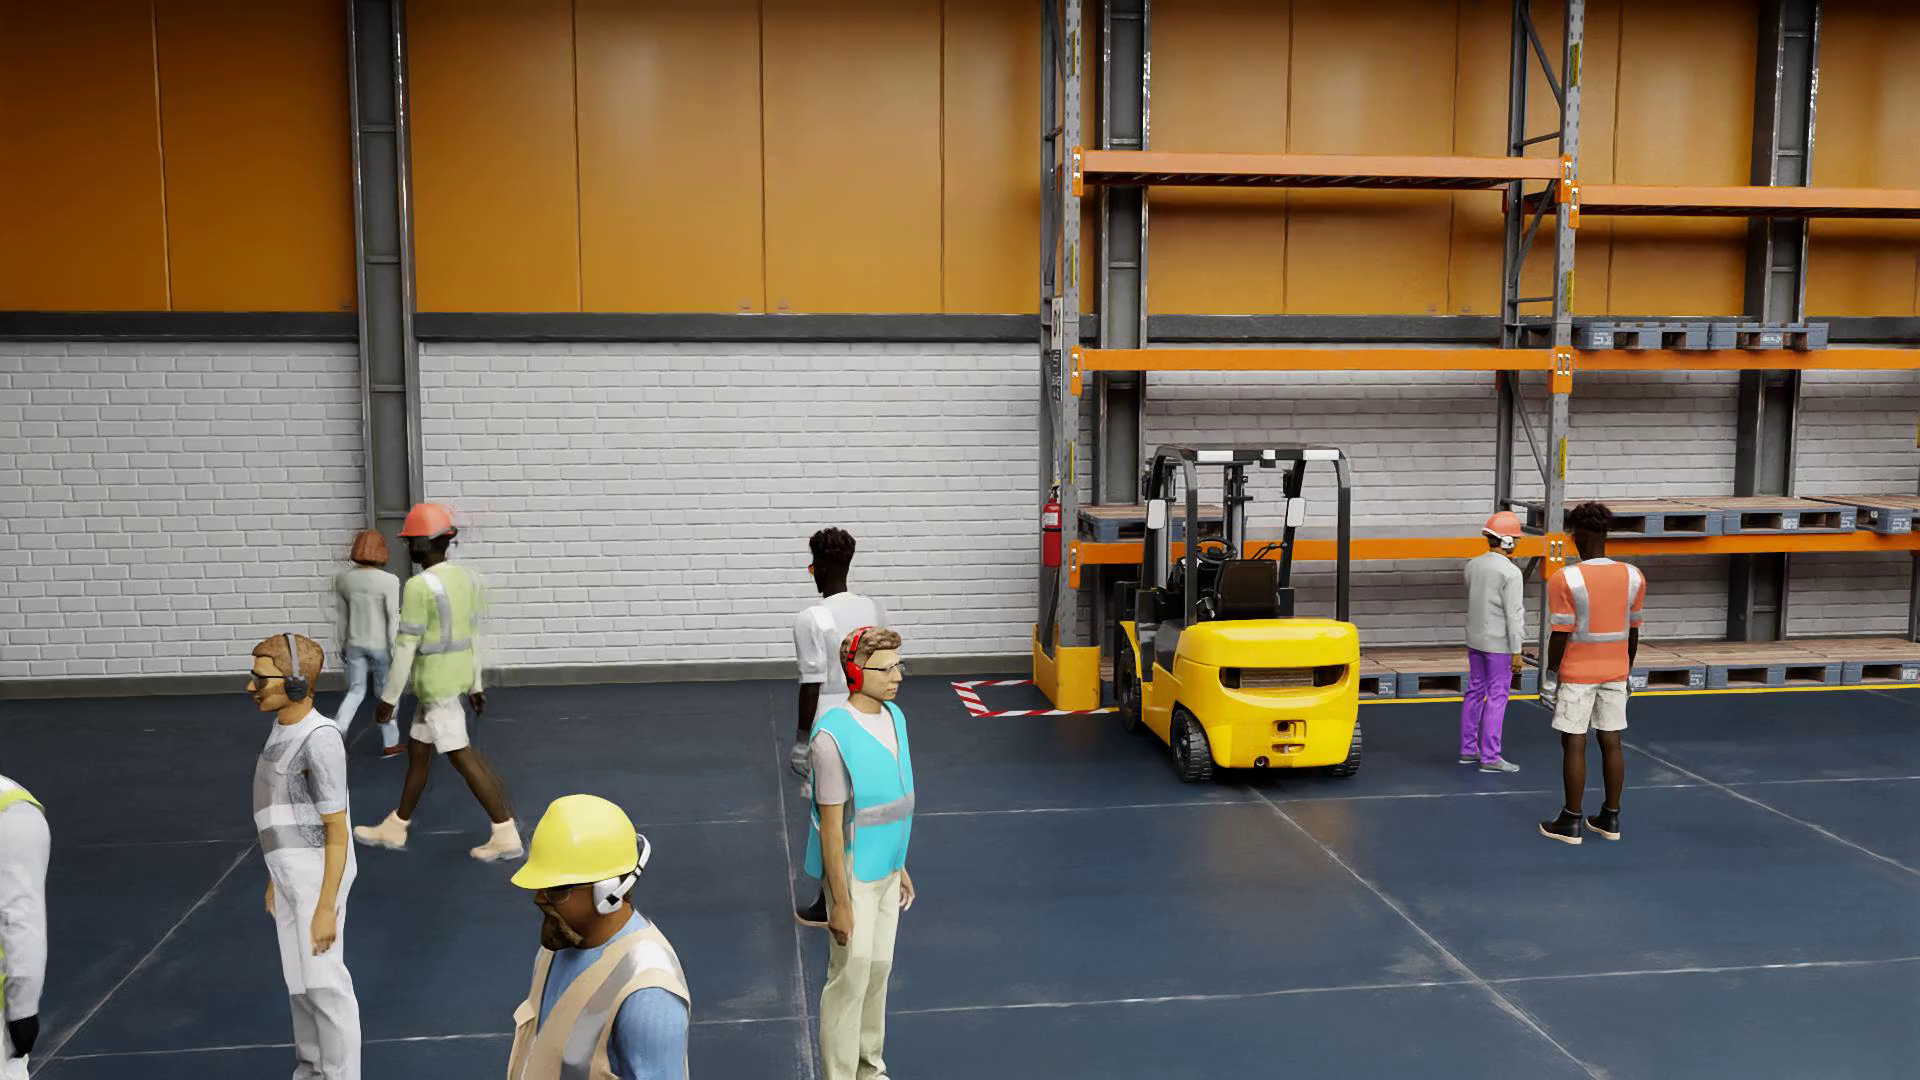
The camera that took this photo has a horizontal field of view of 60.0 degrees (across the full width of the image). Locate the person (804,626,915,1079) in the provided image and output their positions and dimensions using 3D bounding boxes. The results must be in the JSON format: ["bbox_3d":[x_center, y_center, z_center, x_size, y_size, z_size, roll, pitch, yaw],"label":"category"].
[{"bbox_3d":[-0.349,1.220,5.992,0.390,1.843,0.565,3,7,21],"label":"person"}]

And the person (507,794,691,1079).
[{"bbox_3d":[-0.833,1.477,3.856,0.404,1.824,0.586,-4,8,-31],"label":"person"}]

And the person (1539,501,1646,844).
[{"bbox_3d":[3.605,0.756,9.528,0.604,1.965,0.367,-2,7,-16],"label":"person"}]

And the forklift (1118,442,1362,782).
[{"bbox_3d":[1.912,0.418,11.496,1.214,2.155,2.313,-1,7,-8],"label":"forklift"}]

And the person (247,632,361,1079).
[{"bbox_3d":[-2.314,1.235,5.857,0.348,1.847,0.505,-5,8,-40],"label":"person"}]

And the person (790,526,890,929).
[{"bbox_3d":[-0.598,0.912,8.166,0.367,1.962,0.612,5,8,39],"label":"person"}]

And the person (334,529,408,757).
[{"bbox_3d":[-4.037,0.731,11.290,0.507,1.605,0.714,1,7,12],"label":"person"}]

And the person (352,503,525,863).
[{"bbox_3d":[-2.881,0.791,9.173,1.069,1.992,0.615,1,7,5],"label":"person"}]

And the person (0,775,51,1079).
[{"bbox_3d":[-2.994,1.351,4.917,0.630,1.833,0.429,1,7,11],"label":"person"}]

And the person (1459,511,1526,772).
[{"bbox_3d":[3.610,0.678,11.168,0.357,1.744,0.564,-2,7,-16],"label":"person"}]
